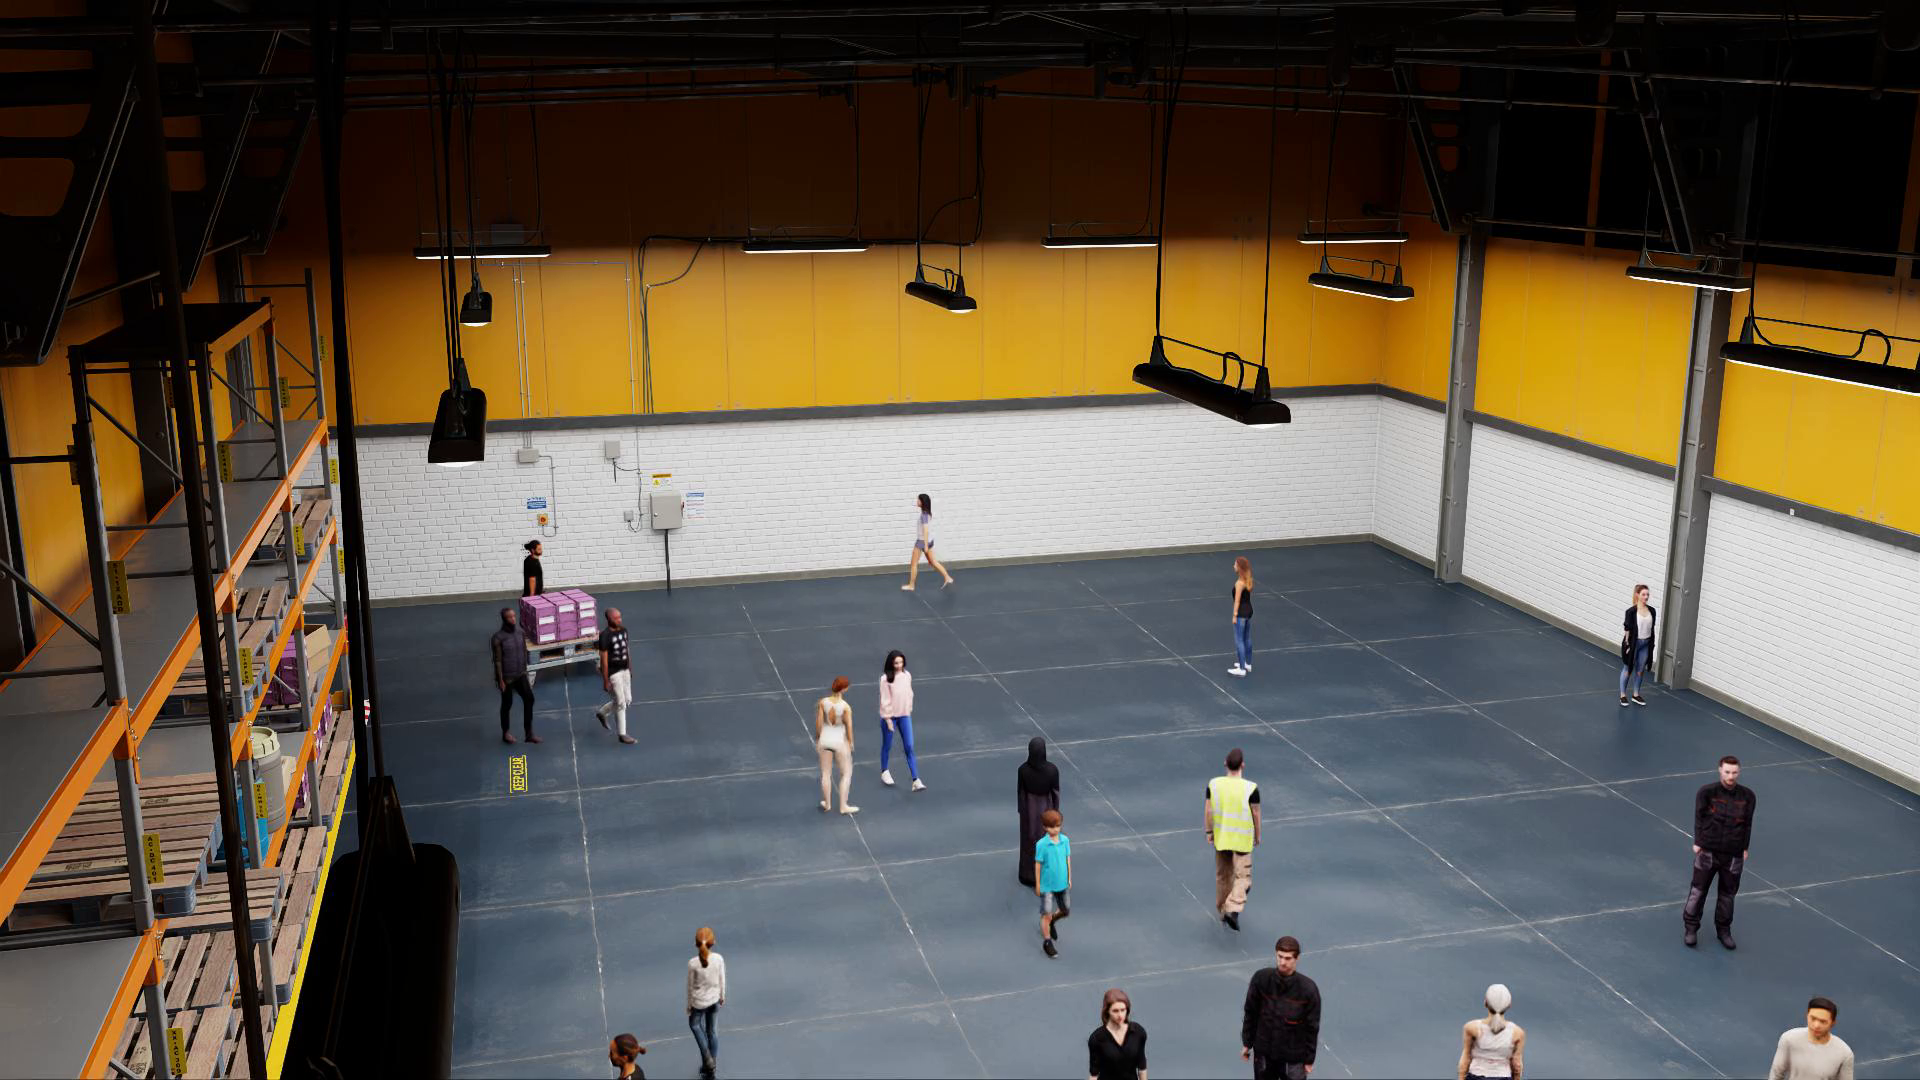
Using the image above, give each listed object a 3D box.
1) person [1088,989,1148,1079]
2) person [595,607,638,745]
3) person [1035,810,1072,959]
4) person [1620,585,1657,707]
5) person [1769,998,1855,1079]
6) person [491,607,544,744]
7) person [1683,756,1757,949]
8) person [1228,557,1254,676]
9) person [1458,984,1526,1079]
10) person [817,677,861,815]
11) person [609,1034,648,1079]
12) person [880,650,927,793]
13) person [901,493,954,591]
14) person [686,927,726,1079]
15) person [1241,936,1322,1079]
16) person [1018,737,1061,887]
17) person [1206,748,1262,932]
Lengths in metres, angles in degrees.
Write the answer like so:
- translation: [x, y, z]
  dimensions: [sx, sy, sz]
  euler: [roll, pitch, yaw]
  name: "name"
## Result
- translation: [1.116, 4.022, 12.117]
  dimensions: [0.591, 1.672, 1.019]
  euler: [-4, 14, -16]
  name: "person"
- translation: [-4.477, 1.723, 21.371]
  dimensions: [1.081, 1.786, 1.034]
  euler: [7, 15, 27]
  name: "person"
- translation: [0.859, 3.232, 15.873]
  dimensions: [0.588, 1.441, 0.701]
  euler: [-6, 15, -24]
  name: "person"
- translation: [9.277, 1.433, 22.790]
  dimensions: [0.650, 1.682, 0.588]
  euler: [-2, 14, -8]
  name: "person"
- translation: [6.062, 4.033, 11.837]
  dimensions: [0.968, 1.784, 0.992]
  euler: [12, 18, 40]
  name: "person"
- translation: [-5.792, 1.729, 21.278]
  dimensions: [1.034, 1.817, 0.964]
  euler: [10, 17, 36]
  name: "person"
- translation: [7.289, 2.969, 15.952]
  dimensions: [0.774, 1.915, 0.755]
  euler: [3, 14, 11]
  name: "person"
- translation: [4.108, 1.085, 24.149]
  dimensions: [0.705, 1.719, 0.642]
  euler: [8, 16, 28]
  name: "person"
- translation: [3.820, 4.040, 11.992]
  dimensions: [0.735, 1.696, 0.754]
  euler: [2, 14, 10]
  name: "person"
- translation: [-1.473, 2.344, 19.136]
  dimensions: [0.743, 1.631, 0.720]
  euler: [1, 14, 5]
  name: "person"
- translation: [-2.241, 4.176, 11.498]
  dimensions: [0.666, 1.665, 0.468]
  euler: [-2, 14, -9]
  name: "person"
- translation: [-0.827, 2.134, 19.818]
  dimensions: [0.825, 1.719, 1.170]
  euler: [-8, 16, -29]
  name: "person"
- translation: [-0.517, 0.065, 28.410]
  dimensions: [0.929, 1.696, 1.147]
  euler: [1, 14, 5]
  name: "person"
- translation: [-2.073, 3.833, 13.669]
  dimensions: [0.534, 1.310, 0.585]
  euler: [-6, 15, -25]
  name: "person"
- translation: [2.424, 3.835, 12.539]
  dimensions: [0.800, 1.838, 0.856]
  euler: [8, 16, 29]
  name: "person"
- translation: [0.807, 2.803, 17.276]
  dimensions: [0.671, 1.614, 0.686]
  euler: [1, 14, 4]
  name: "person"
- translation: [2.667, 2.940, 16.247]
  dimensions: [1.006, 1.832, 1.092]
  euler: [6, 15, 23]
  name: "person"
